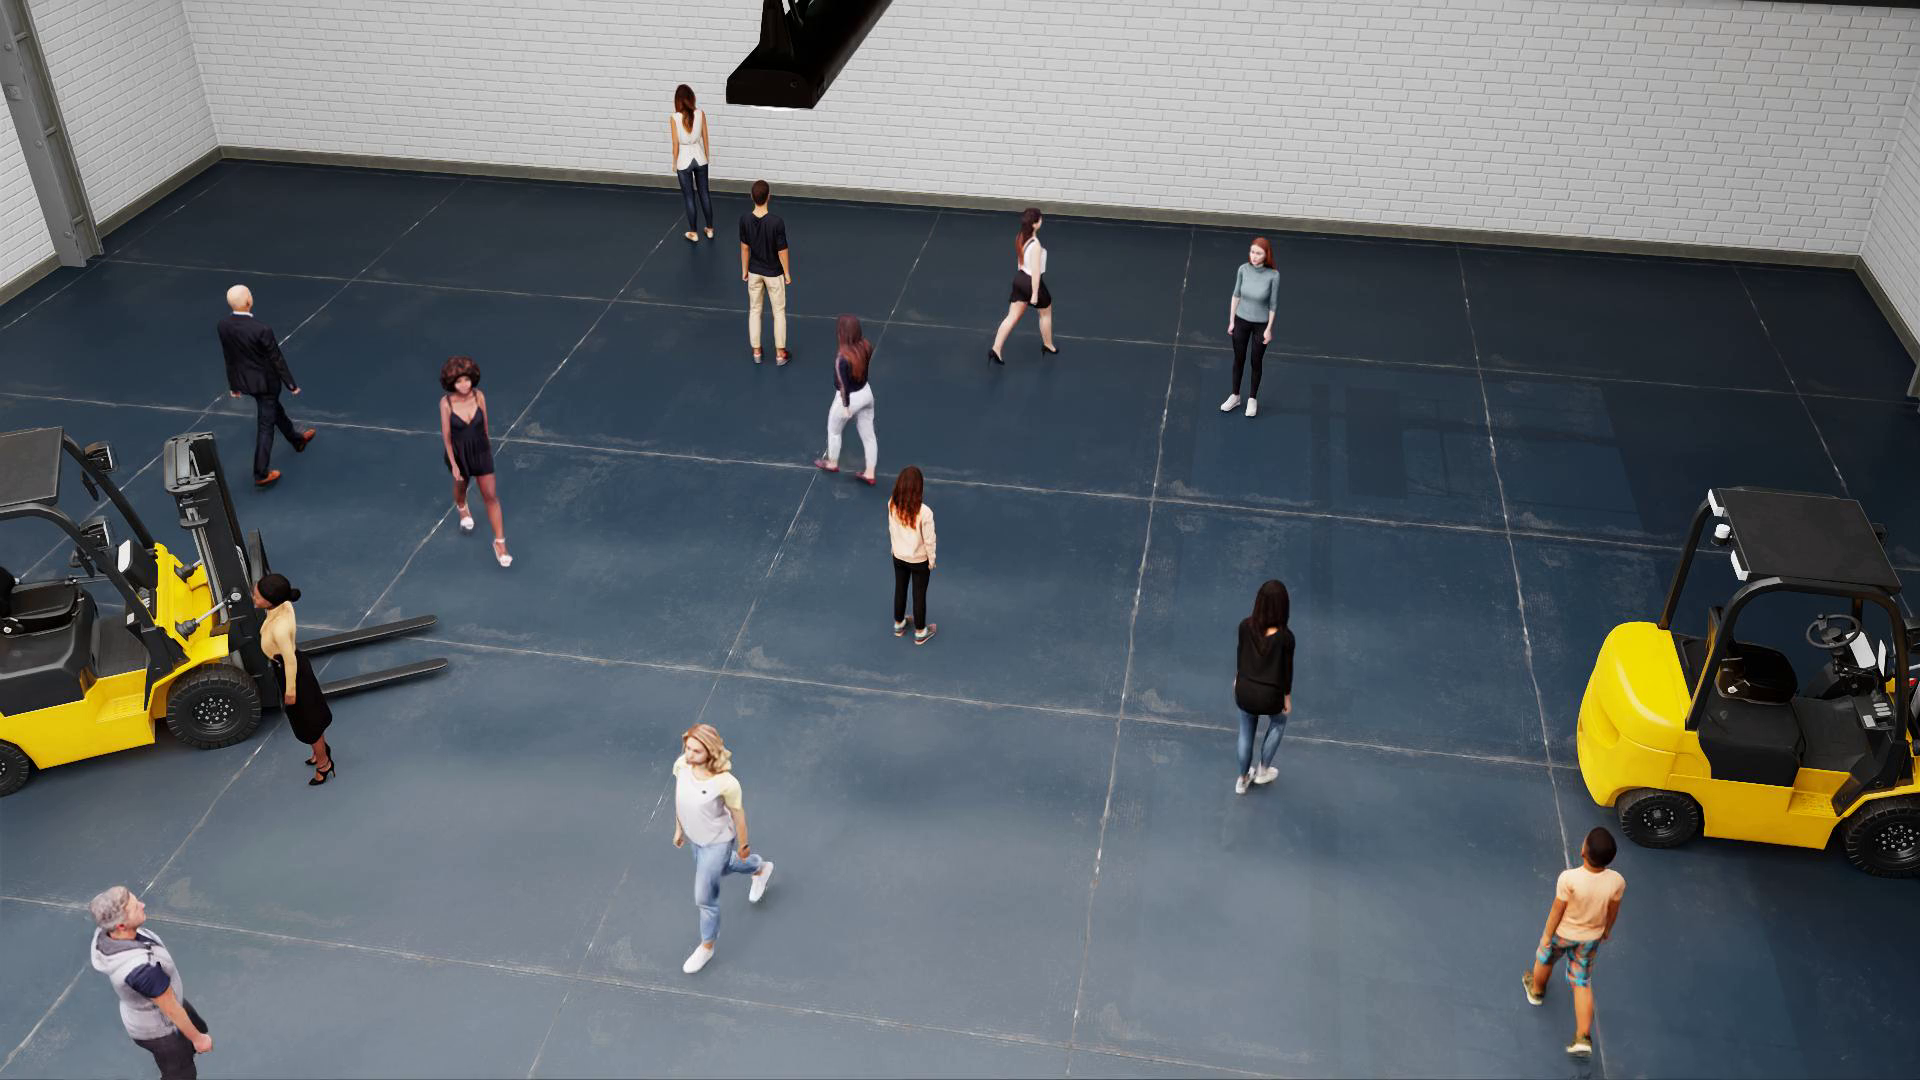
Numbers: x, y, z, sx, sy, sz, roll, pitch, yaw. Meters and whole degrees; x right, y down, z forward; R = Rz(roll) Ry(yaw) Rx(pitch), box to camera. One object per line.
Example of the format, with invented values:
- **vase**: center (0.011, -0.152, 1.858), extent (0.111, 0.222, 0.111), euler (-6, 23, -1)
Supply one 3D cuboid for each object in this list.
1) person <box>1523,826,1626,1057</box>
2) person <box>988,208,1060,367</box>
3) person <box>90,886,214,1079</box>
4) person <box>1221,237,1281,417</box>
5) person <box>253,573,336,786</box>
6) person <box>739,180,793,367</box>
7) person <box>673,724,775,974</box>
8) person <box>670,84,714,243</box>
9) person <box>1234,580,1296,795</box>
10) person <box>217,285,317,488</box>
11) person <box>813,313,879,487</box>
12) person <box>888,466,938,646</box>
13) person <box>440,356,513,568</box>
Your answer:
- **person**: center (3.459, 2.244, 9.276), extent (0.607, 1.436, 0.969), euler (2, 34, 3)
- **person**: center (0.589, -2.406, 16.114), extent (1.075, 1.610, 1.038), euler (-19, 38, -26)
- **person**: center (-4.198, 2.510, 8.533), extent (0.882, 1.815, 0.830), euler (-24, 41, -32)
- **person**: center (2.694, -1.974, 15.344), extent (0.641, 1.743, 0.638), euler (16, 37, 23)
- **person**: center (-4.429, 0.920, 11.072), extent (0.715, 1.653, 0.621), euler (-12, 35, -17)
- **person**: center (-1.888, -2.597, 16.184), extent (0.637, 1.852, 0.553), euler (7, 34, 11)
- **person**: center (-1.416, 1.711, 9.843), extent (0.955, 1.696, 1.196), euler (22, 40, 30)
- **person**: center (-3.012, -4.239, 18.715), extent (0.683, 1.784, 0.721), euler (-17, 37, -23)
- **person**: center (1.953, 1.023, 10.932), extent (0.677, 1.637, 0.674), euler (18, 38, 25)
- **person**: center (-6.058, -1.293, 14.310), extent (0.814, 1.754, 1.206), euler (10, 35, 14)
- **person**: center (-0.868, -1.175, 14.285), extent (0.905, 1.585, 0.903), euler (28, 42, 35)
- **person**: center (-0.368, 0.106, 12.451), extent (0.626, 1.482, 0.614), euler (20, 38, 27)
- **person**: center (-3.988, -0.683, 13.401), extent (1.015, 1.744, 1.156), euler (-18, 38, -25)
